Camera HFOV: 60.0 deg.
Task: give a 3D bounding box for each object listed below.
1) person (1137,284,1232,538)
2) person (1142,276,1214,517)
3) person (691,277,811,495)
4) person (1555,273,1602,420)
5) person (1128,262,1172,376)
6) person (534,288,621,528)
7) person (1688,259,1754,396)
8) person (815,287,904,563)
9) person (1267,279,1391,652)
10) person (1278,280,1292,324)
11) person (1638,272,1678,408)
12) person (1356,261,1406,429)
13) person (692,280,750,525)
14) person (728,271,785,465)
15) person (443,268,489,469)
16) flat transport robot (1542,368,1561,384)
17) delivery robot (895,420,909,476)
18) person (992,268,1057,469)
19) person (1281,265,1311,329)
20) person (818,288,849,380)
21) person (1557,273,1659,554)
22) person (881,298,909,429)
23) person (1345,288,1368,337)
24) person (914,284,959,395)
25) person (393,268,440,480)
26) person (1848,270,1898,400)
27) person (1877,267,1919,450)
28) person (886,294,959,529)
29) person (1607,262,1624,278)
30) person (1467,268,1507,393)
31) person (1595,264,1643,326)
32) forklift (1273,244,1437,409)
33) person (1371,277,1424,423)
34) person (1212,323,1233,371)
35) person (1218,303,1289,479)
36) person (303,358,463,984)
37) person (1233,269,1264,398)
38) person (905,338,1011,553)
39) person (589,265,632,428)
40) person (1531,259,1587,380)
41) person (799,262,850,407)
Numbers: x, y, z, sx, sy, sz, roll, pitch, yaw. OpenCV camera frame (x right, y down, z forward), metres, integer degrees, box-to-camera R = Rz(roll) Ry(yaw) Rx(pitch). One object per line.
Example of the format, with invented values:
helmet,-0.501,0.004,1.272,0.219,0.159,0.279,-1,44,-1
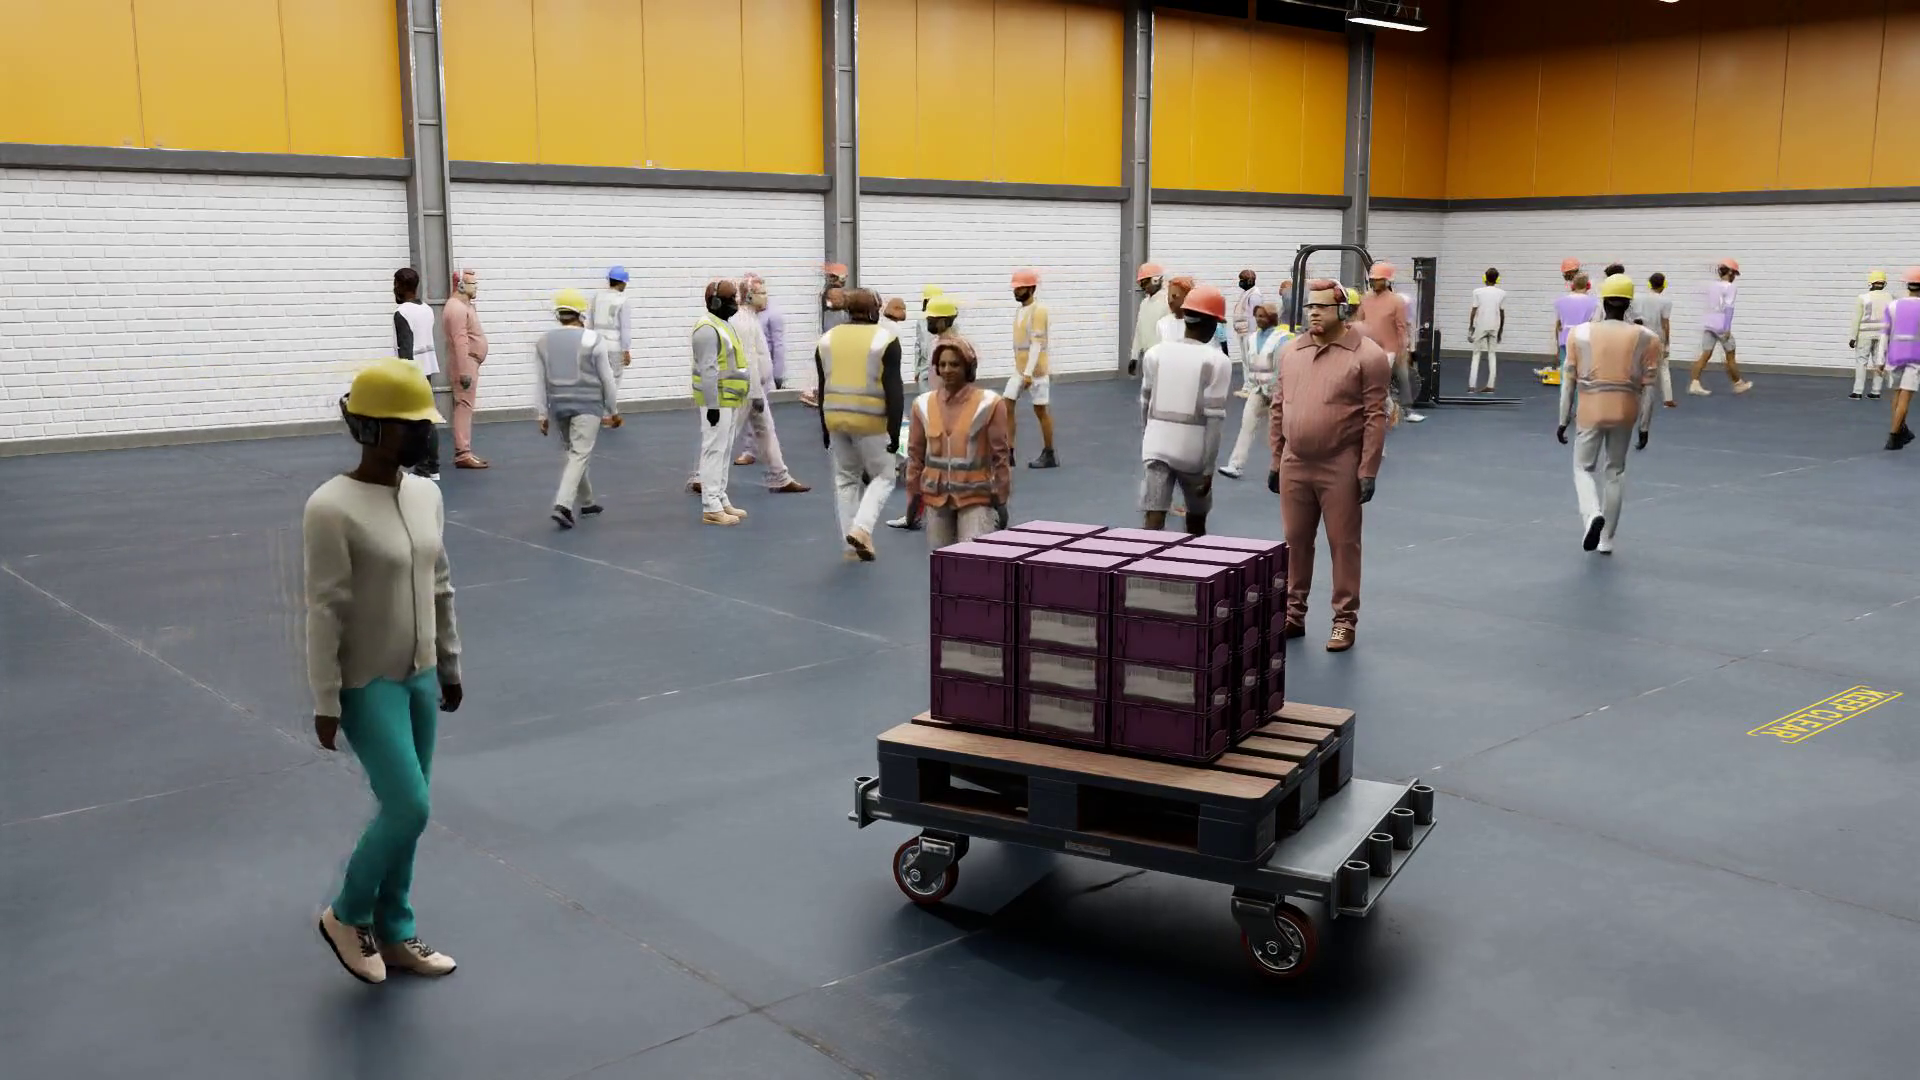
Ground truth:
person,1.250,-0.475,9.243,0.561,1.862,1.033,5,11,25
person,1.679,-1.089,12.817,0.580,1.861,0.652,9,13,42
person,-1.818,-1.286,14.041,1.005,1.856,0.663,-1,10,-3
person,7.613,-2.361,20.470,0.556,1.803,0.823,6,11,31
person,1.990,-1.843,16.978,0.607,1.957,0.620,-4,10,-21
person,-2.919,-0.996,12.540,0.581,1.801,0.922,3,10,19
person,11.082,-3.073,24.139,1.046,1.964,0.669,-2,10,-13
person,-0.662,-0.735,10.866,0.645,1.823,0.514,4,11,23
person,1.864,-0.385,8.591,0.643,1.908,0.408,8,12,38
person,5.212,-3.310,26.504,0.497,1.634,0.278,-9,13,-44
person,9.234,-2.646,22.170,0.904,1.822,0.565,-8,12,-39
person,4.809,-2.165,18.867,0.803,1.970,0.616,-8,12,-38
person,-1.807,-1.043,12.630,0.429,1.841,0.634,1,10,4
person,-2.015,-1.699,16.376,0.653,1.880,0.836,5,11,26
person,-4.717,-1.639,15.932,0.403,1.906,0.652,-3,10,-15
flat transport robot,9.600,-2.610,26.393,0.652,0.197,1.431,3,10,19
delivery robot,-0.535,-0.824,14.832,0.477,0.478,0.707,3,10,18
person,0.578,-1.607,15.749,0.819,1.908,0.563,-5,11,-29
person,5.143,-3.193,25.084,0.638,1.909,0.895,7,12,37
person,-1.548,-2.315,20.684,0.371,1.620,0.528,-8,12,-37
person,4.344,-0.825,11.158,0.605,1.908,0.577,2,10,13
person,-0.813,-1.870,18.289,0.927,1.564,0.511,-3,10,-19
person,3.788,-1.592,16.208,0.911,1.724,0.526,-3,10,-17
person,-0.251,-1.721,16.887,0.492,1.742,0.320,5,11,27
person,-4.850,-1.455,14.816,0.376,1.917,0.600,1,10,4
person,12.855,-2.879,23.443,0.596,1.827,0.403,0,10,0
person,10.054,-1.908,17.525,0.953,1.891,0.564,-8,13,-40
person,-0.205,-0.906,12.126,0.737,1.740,0.547,-4,11,-24
person,9.533,-3.066,24.208,0.370,1.934,0.627,0,10,-2
person,7.759,-3.072,24.522,0.526,1.851,0.356,1,10,8
person,8.297,-2.519,21.057,0.658,1.922,0.828,8,13,40
forklift,5.256,-2.933,22.661,2.313,2.155,1.214,3,10,16
person,5.212,-2.331,20.070,0.722,1.873,0.433,2,10,10
person,2.794,-1.969,18.536,0.751,1.668,0.547,-7,12,-37
person,2.702,-1.323,14.977,0.848,1.596,0.515,-8,12,-39
person,-1.547,0.379,4.557,0.392,1.747,0.538,3,10,18
person,4.130,-2.954,23.862,0.430,1.835,0.622,-1,10,-4
person,-0.020,-0.166,8.097,0.539,1.625,0.378,4,11,24
person,-4.091,-2.275,19.636,0.620,1.914,0.512,8,12,39
person,9.537,-3.392,26.014,1.080,1.963,0.681,4,10,22
person,-1.716,-2.751,22.364,1.070,1.943,0.622,-7,12,-34
